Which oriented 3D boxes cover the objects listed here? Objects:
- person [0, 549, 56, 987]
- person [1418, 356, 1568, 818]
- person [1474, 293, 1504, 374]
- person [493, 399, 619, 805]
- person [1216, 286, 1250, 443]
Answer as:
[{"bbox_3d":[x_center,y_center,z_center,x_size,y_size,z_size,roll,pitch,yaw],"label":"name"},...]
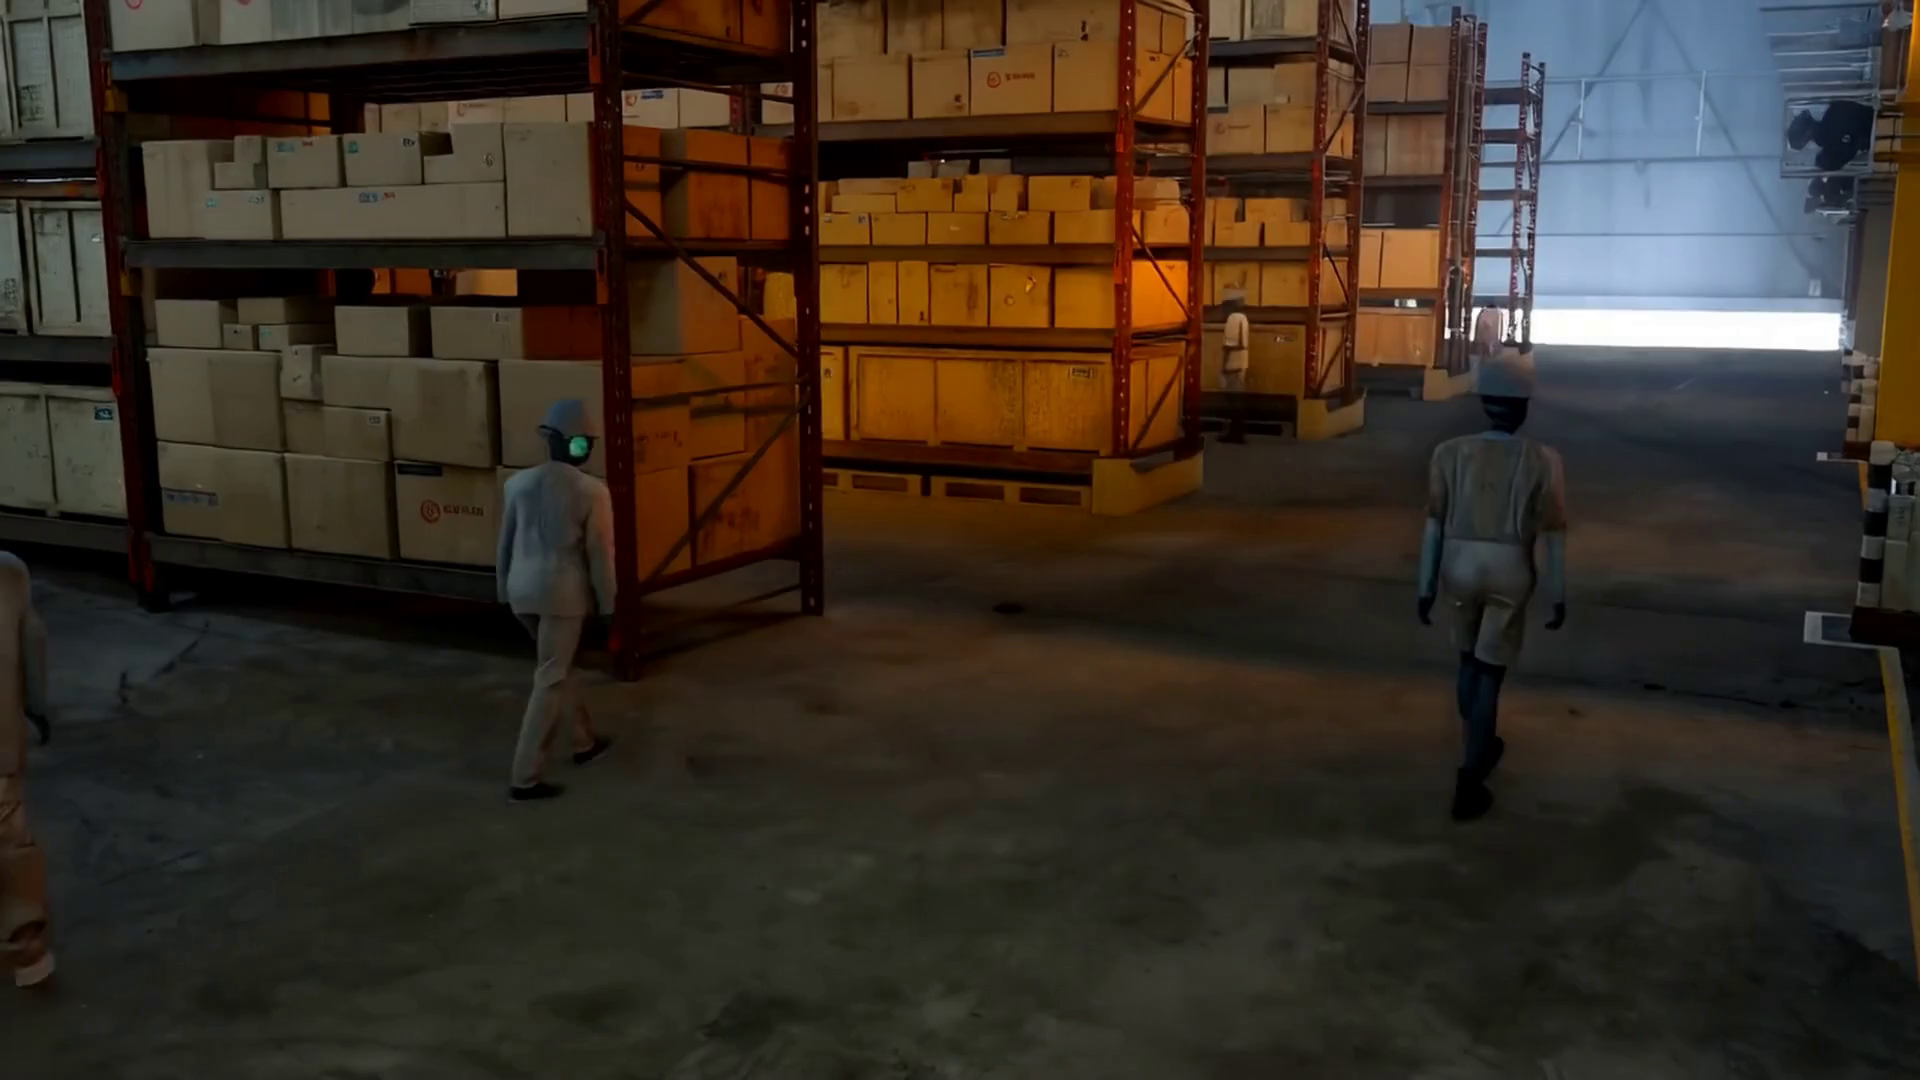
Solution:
[{"bbox_3d":[-3.282,0.566,5.458,0.519,1.674,0.990,-6,12,-32],"label":"person"},{"bbox_3d":[2.298,0.174,7.082,0.573,1.891,0.929,7,12,37],"label":"person"},{"bbox_3d":[9.264,-3.496,29.097,0.531,1.627,0.415,-1,10,-5],"label":"person"},{"bbox_3d":[-1.727,0.243,7.257,0.578,1.697,0.829,6,11,30],"label":"person"},{"bbox_3d":[3.330,-2.147,20.430,0.400,1.926,0.566,5,11,26],"label":"person"}]
